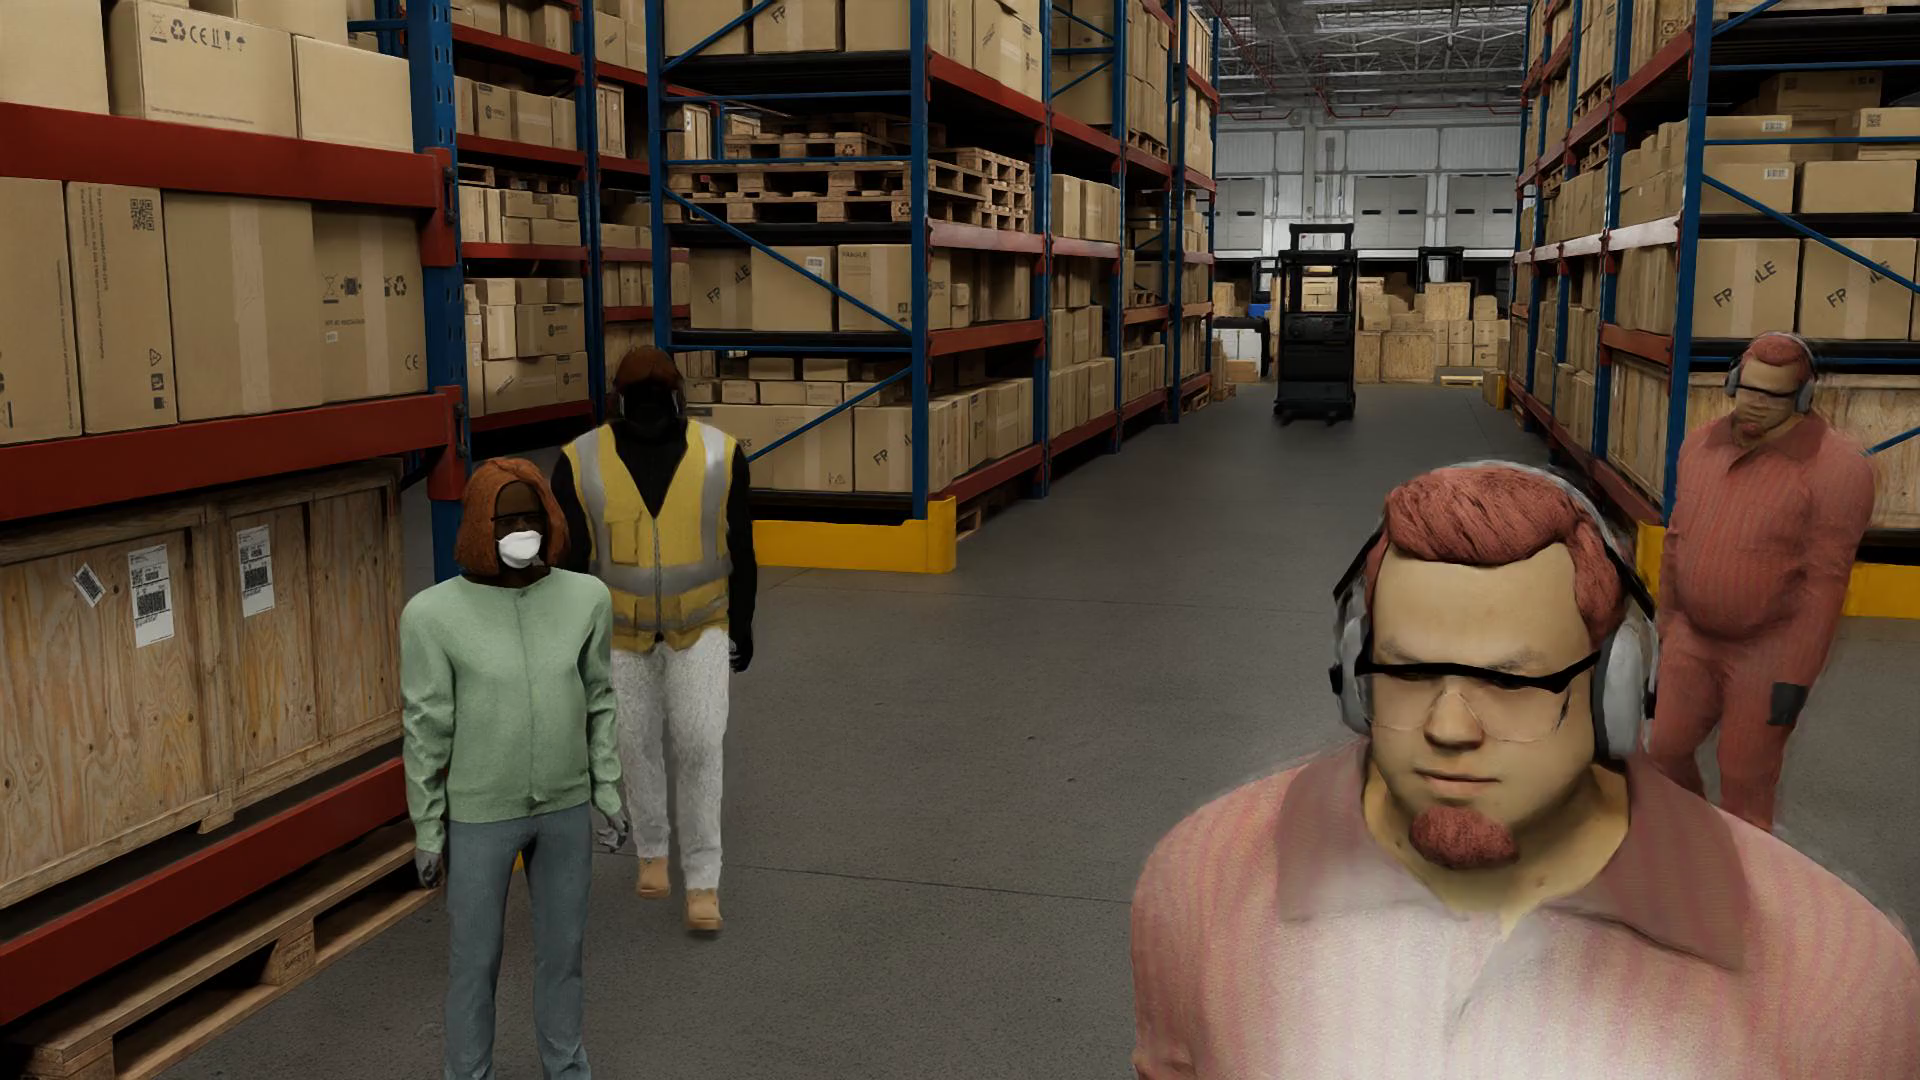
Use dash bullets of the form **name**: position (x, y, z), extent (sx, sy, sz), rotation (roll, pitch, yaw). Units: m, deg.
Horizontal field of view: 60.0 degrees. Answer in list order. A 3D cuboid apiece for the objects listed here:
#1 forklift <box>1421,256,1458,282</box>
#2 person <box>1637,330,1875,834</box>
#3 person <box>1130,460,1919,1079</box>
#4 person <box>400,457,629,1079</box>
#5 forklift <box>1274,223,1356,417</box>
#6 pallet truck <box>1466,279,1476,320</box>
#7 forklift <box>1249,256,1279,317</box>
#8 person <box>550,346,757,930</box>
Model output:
- **forklift**: position (12.201, -6.084, 42.428), extent (1.129, 2.768, 1.873), rotation (2, 9, 15)
- **person**: position (2.332, 0.314, 4.976), extent (0.413, 1.874, 0.689), rotation (-4, 10, -26)
- **person**: position (0.399, 0.883, 1.323), extent (0.649, 1.885, 0.679), rotation (3, 10, 20)
- **person**: position (-0.993, 0.624, 3.757), extent (0.507, 1.633, 0.276), rotation (-7, 11, -37)
- **forklift**: position (5.330, -3.293, 24.691), extent (1.129, 2.768, 1.873), rotation (2, 9, 15)
- **pallet truck**: position (18.896, -8.459, 60.307), extent (1.885, 1.965, 0.823), rotation (5, 10, 31)
- **forklift**: position (11.325, -9.117, 61.693), extent (1.129, 2.768, 1.873), rotation (2, 9, 15)
- **person**: position (-0.952, 0.308, 5.203), extent (0.652, 1.805, 0.817), rotation (-2, 9, -10)
